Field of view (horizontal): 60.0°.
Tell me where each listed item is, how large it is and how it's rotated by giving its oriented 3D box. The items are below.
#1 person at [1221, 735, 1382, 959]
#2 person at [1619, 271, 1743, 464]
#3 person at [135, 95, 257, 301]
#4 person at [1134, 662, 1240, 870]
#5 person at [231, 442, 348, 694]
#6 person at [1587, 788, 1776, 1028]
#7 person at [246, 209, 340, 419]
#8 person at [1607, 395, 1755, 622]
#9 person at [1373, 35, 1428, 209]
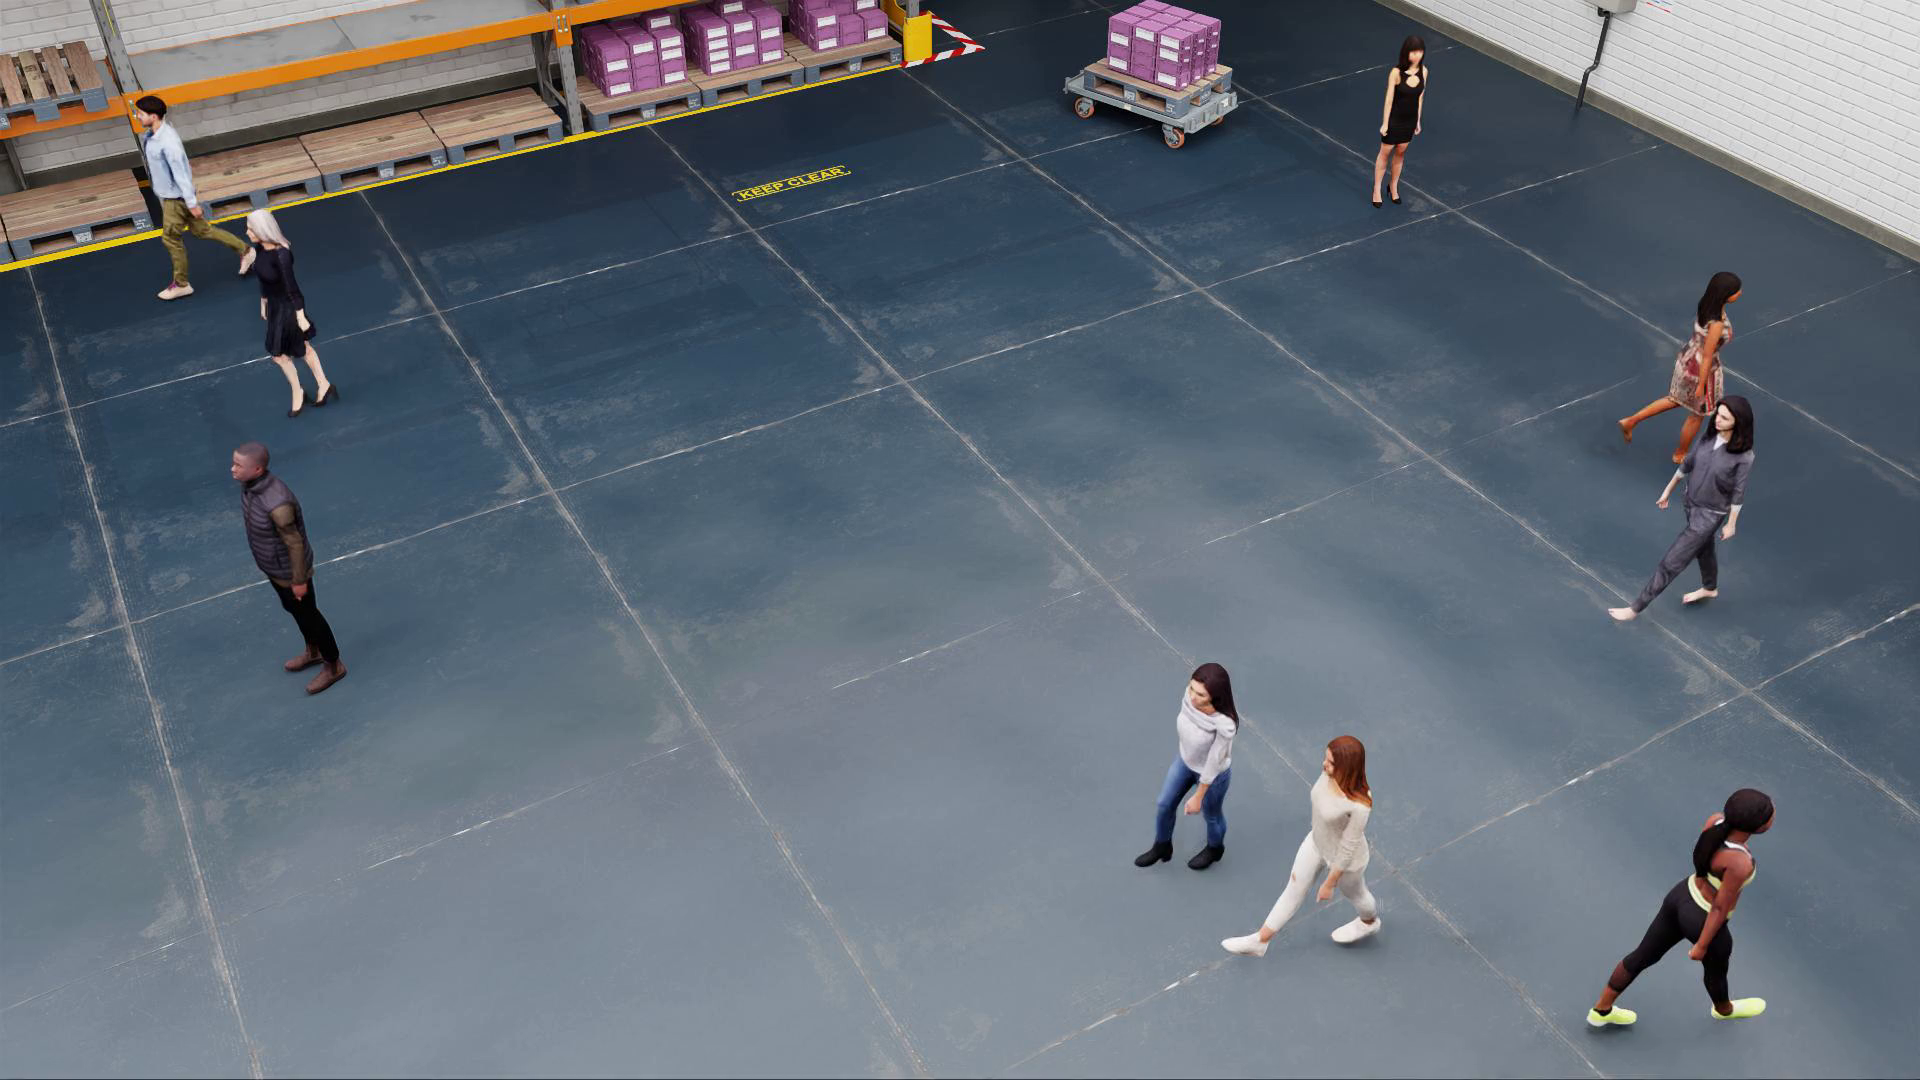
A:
[{"bbox_3d":[2.045,1.610,8.661,1.208,1.662,0.785,-11,40,-13],"label":"person"},{"bbox_3d":[5.359,-1.262,12.284,1.046,1.628,0.949,5,39,6],"label":"person"},{"bbox_3d":[-6.622,-2.967,14.297,1.158,1.781,0.701,-18,42,-21],"label":"person"},{"bbox_3d":[1.415,1.248,9.156,0.737,1.610,0.610,-17,42,-21],"label":"person"},{"bbox_3d":[-4.191,0.153,10.346,0.655,1.836,0.752,-31,48,-33],"label":"person"},{"bbox_3d":[3.572,1.891,8.276,1.210,1.703,0.925,-3,39,-4],"label":"person"},{"bbox_3d":[-5.110,-1.775,12.844,0.750,1.731,0.700,-30,47,-32],"label":"person"},{"bbox_3d":[4.945,-0.200,10.884,1.208,1.716,0.815,-10,40,-13],"label":"person"},{"bbox_3d":[4.126,-3.934,15.612,0.492,1.650,0.657,-10,40,-12],"label":"person"}]
